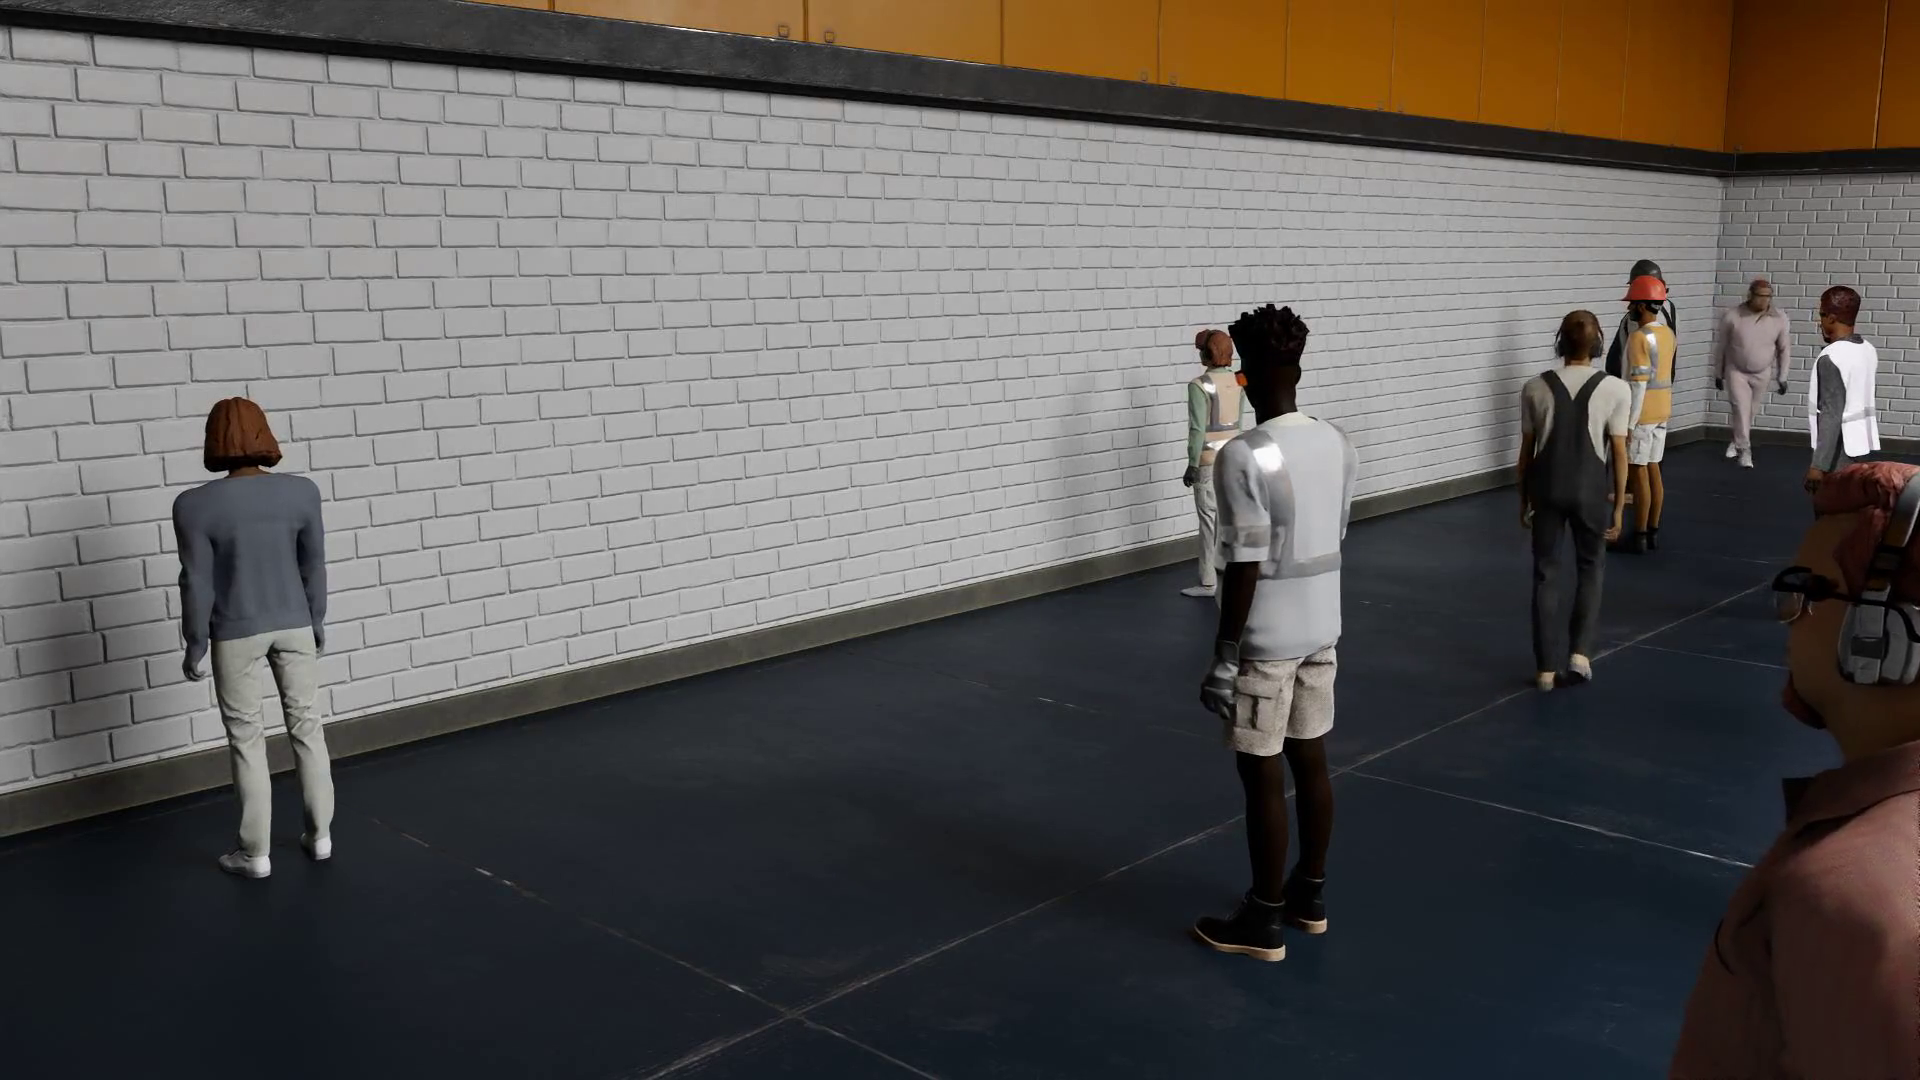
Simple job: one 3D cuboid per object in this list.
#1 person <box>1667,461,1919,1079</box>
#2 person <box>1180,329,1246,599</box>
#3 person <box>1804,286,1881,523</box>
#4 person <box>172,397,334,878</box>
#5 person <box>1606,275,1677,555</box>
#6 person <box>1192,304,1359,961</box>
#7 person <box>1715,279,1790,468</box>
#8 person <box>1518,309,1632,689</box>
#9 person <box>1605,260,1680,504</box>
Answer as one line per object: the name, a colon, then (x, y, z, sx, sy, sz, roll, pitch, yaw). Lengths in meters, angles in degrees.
person: (0.975, 0.865, 1.839, 0.643, 1.910, 0.400, -10, 14, -44)
person: (1.552, -0.461, 10.146, 0.515, 1.641, 0.314, -10, 14, -44)
person: (4.990, -0.478, 9.461, 0.590, 1.916, 0.399, -10, 14, -44)
person: (-2.391, 0.331, 5.659, 0.500, 1.632, 0.286, -10, 14, -44)
person: (4.737, -0.863, 11.587, 0.546, 1.939, 0.375, -10, 14, -44)
person: (0.941, 0.281, 5.001, 0.608, 1.963, 0.374, -10, 14, -44)
person: (7.829, -1.667, 16.497, 0.649, 1.842, 0.996, 2, 10, 11)
person: (2.950, -0.189, 8.046, 0.507, 1.831, 0.452, 5, 11, 24)
person: (5.669, -1.322, 13.906, 0.680, 2.000, 0.536, -10, 14, -44)
